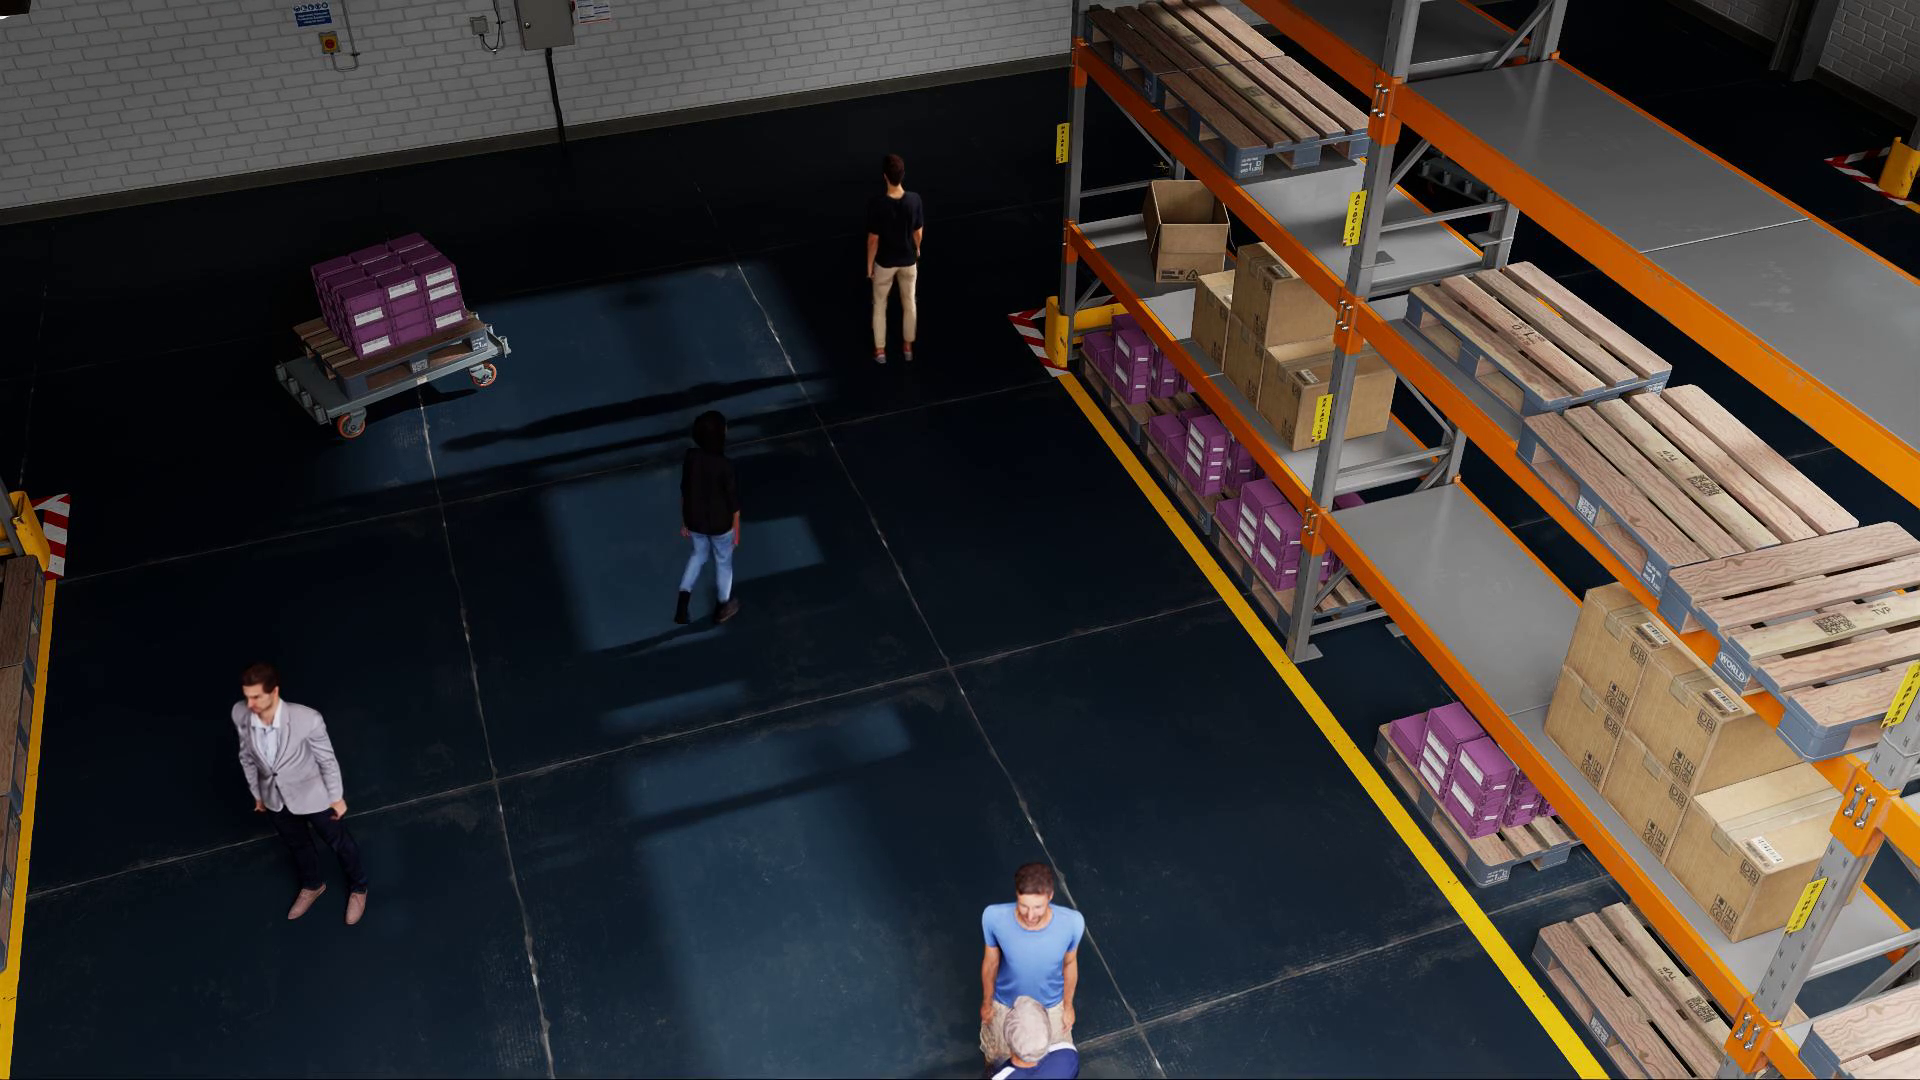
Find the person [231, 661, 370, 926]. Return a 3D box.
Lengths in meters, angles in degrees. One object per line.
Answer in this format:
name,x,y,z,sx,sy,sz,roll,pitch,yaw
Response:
person,-3.584,1.350,9.024,0.767,1.853,0.764,6,39,7

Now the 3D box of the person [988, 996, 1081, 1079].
person,0.294,2.666,7.388,0.682,1.836,0.616,-23,44,-26

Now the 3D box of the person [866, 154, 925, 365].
person,-0.498,-2.255,13.539,0.642,1.851,0.567,-13,40,-15

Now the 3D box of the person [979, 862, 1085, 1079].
person,0.324,2.180,7.975,0.731,1.863,0.705,2,39,2

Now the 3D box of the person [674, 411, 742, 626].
person,-1.668,-0.040,10.899,0.868,1.683,0.918,15,41,18
